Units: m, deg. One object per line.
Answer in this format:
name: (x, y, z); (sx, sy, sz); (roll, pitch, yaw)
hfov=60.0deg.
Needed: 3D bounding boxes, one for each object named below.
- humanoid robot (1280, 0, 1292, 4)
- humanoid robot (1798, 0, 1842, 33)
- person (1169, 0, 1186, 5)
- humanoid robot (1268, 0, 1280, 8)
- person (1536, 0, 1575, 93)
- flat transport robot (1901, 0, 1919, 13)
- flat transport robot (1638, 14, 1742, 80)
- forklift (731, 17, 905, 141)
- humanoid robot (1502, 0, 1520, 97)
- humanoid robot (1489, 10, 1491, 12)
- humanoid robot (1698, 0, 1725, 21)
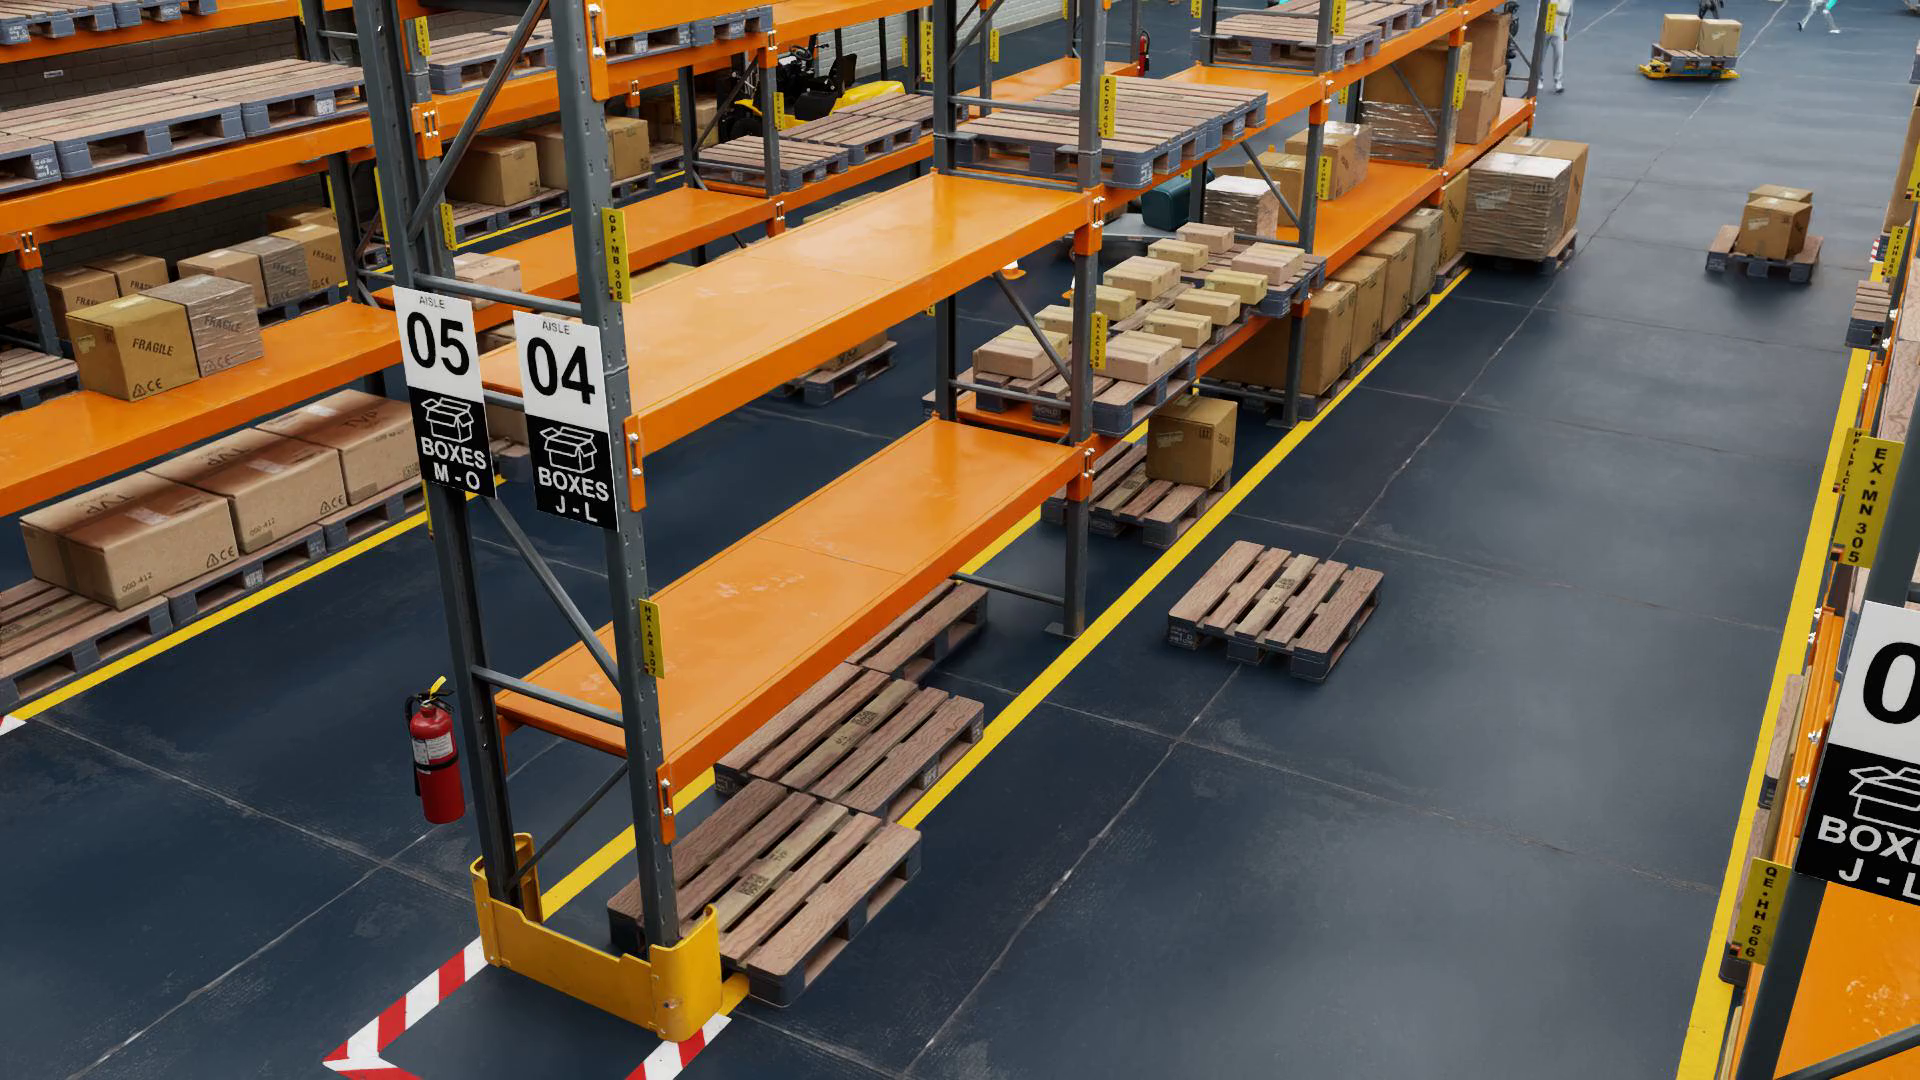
humanoid robot: (5.926, -10.005, 30.448); (1.013, 1.739, 0.540); (-16, 30, -30)
humanoid robot: (16.401, -10.475, 31.466); (0.904, 1.799, 0.554); (2, 26, 5)
person: (4.578, -12.198, 34.790); (0.626, 1.924, 0.461); (18, 31, 33)
humanoid robot: (4.609, -7.203, 24.680); (0.603, 1.643, 0.364); (15, 30, 29)
person: (9.304, -7.971, 26.057); (0.603, 1.873, 0.949); (2, 26, 4)
flat transport robot: (19.759, -10.738, 33.654); (0.659, 0.231, 1.431); (8, 27, 16)
flat transport robot: (12.080, -7.798, 27.546); (1.431, 0.231, 0.659); (2, 26, 3)
forklift: (-1.819, -5.975, 21.543); (2.313, 2.155, 1.214); (14, 29, 26)
humanoid robot: (7.974, -7.071, 24.447); (0.605, 1.656, 0.600); (4, 26, 8)
humanoid robot: (8.616, -8.555, 27.505); (0.610, 1.644, 0.485); (-11, 28, -21)
humanoid robot: (13.686, -9.898, 30.350); (0.609, 1.632, 0.790); (-17, 30, -31)
